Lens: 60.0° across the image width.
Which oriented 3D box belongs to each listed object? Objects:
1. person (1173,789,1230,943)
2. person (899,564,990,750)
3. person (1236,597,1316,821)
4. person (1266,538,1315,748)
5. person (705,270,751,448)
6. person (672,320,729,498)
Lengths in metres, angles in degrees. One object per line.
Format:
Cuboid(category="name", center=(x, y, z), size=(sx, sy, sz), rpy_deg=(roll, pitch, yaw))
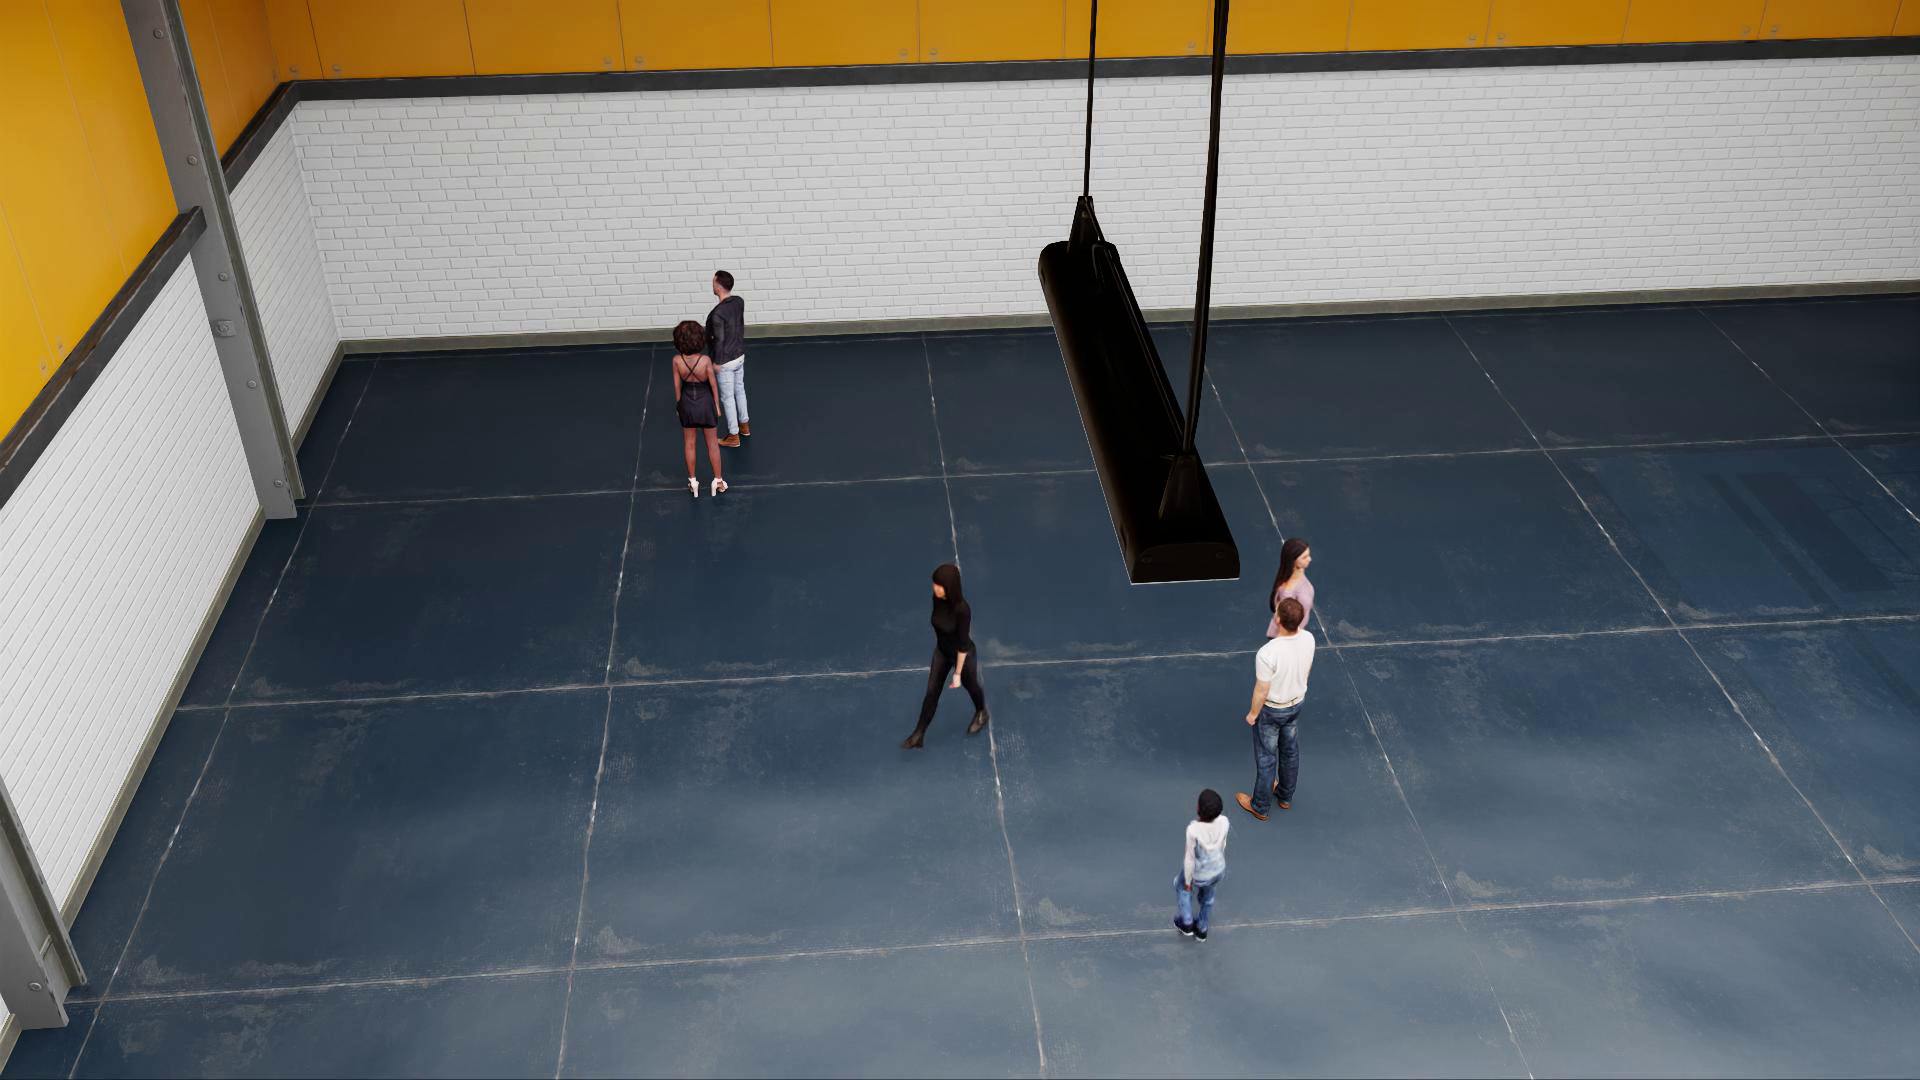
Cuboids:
Cuboid(category="person", center=(1.609, 2.161, 10.869), size=(0.516, 1.249, 0.567), rpy_deg=(-9, 35, -13))
Cuboid(category="person", center=(0.027, 0.842, 12.535), size=(1.052, 1.602, 1.090), rpy_deg=(26, 42, 34))
Cuboid(category="person", center=(2.268, 1.190, 11.783), size=(0.750, 1.856, 0.734), rpy_deg=(-18, 38, -25))
Cuboid(category="person", center=(2.419, 0.752, 12.482), size=(0.746, 1.811, 0.612), rpy_deg=(12, 35, 17))
Cuboid(category="person", center=(-2.254, -1.784, 16.274), size=(0.796, 1.837, 0.661), rpy_deg=(13, 36, 19))
Cuboid(category="person", center=(-2.441, -1.210, 15.454), size=(0.587, 1.788, 0.563), rpy_deg=(1, 34, 2))
